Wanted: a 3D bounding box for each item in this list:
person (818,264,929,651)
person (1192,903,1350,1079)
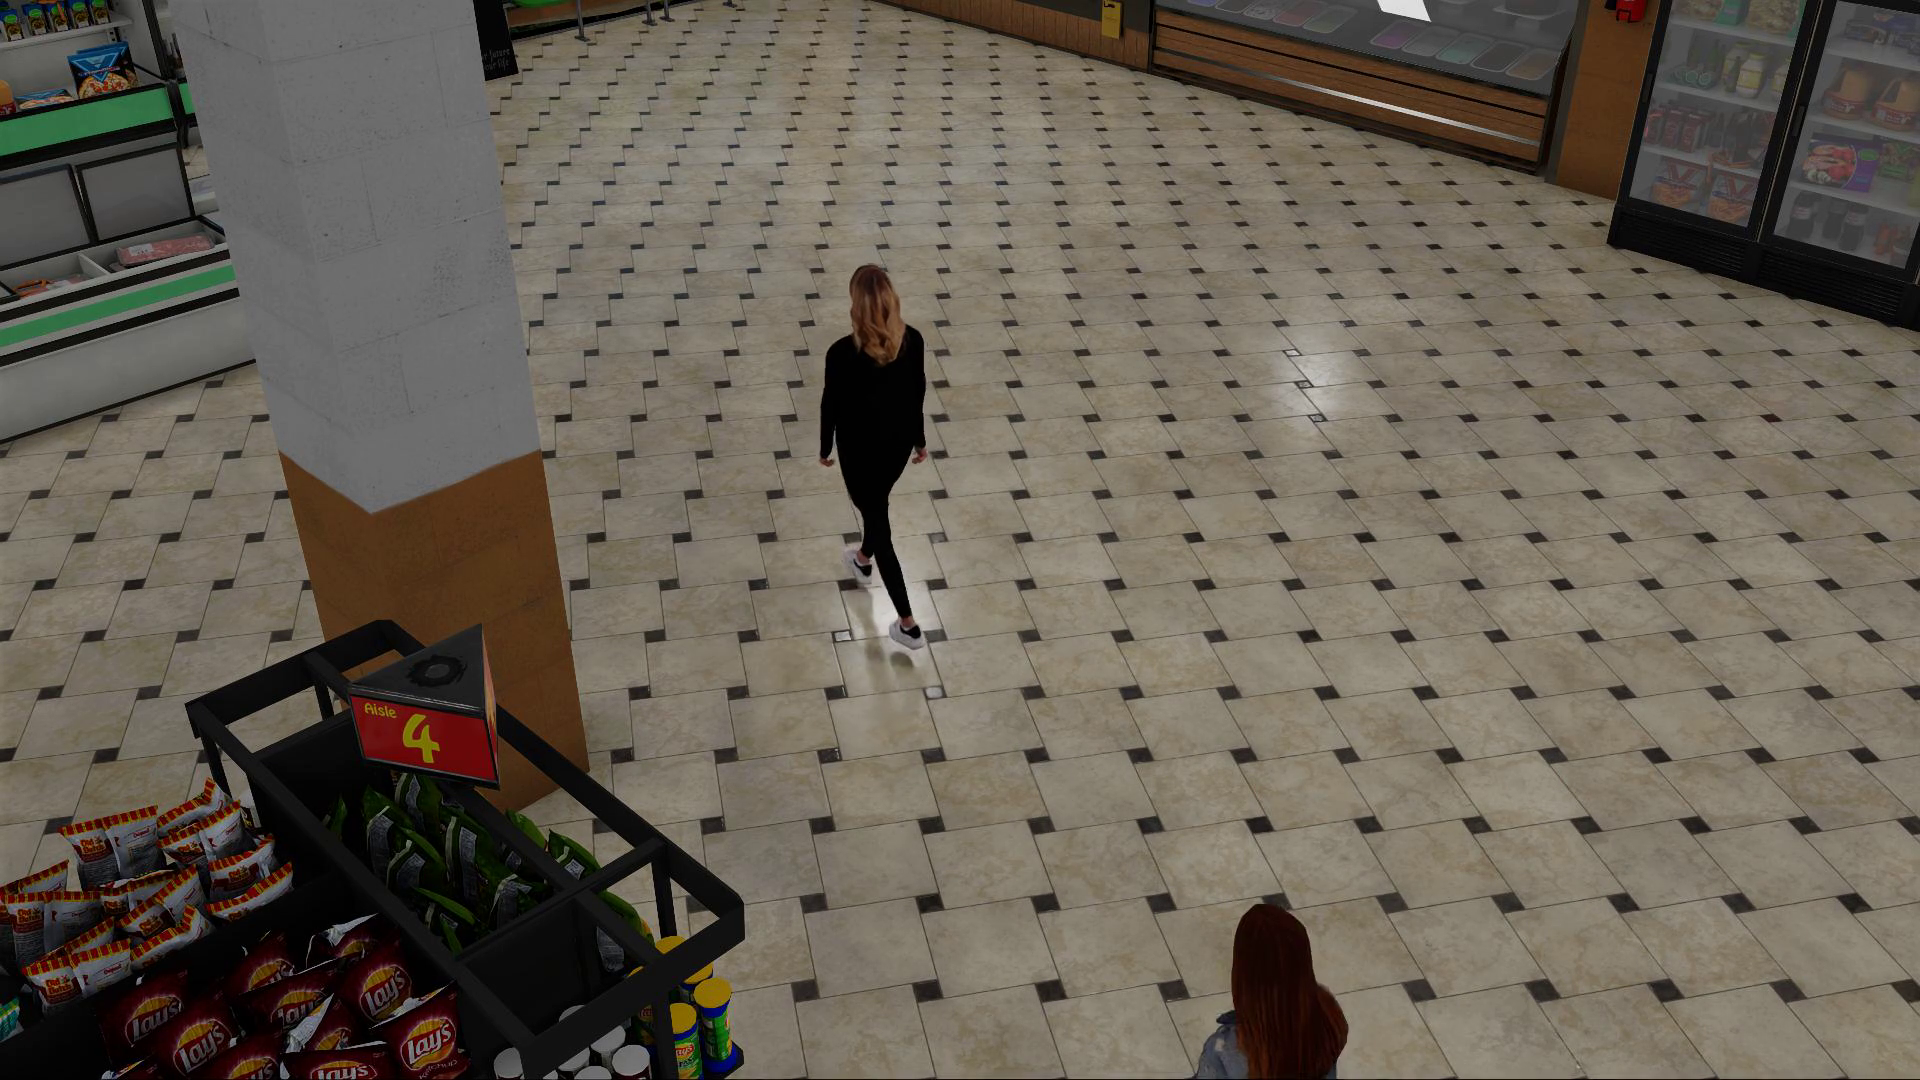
[{"bbox_3d":[-0.339,-0.322,7.444,1.181,1.757,0.914,-15,35,-23],"label":"person"},{"bbox_3d":[0.818,1.692,4.305,1.041,1.653,0.776,-23,39,-32],"label":"person"}]
